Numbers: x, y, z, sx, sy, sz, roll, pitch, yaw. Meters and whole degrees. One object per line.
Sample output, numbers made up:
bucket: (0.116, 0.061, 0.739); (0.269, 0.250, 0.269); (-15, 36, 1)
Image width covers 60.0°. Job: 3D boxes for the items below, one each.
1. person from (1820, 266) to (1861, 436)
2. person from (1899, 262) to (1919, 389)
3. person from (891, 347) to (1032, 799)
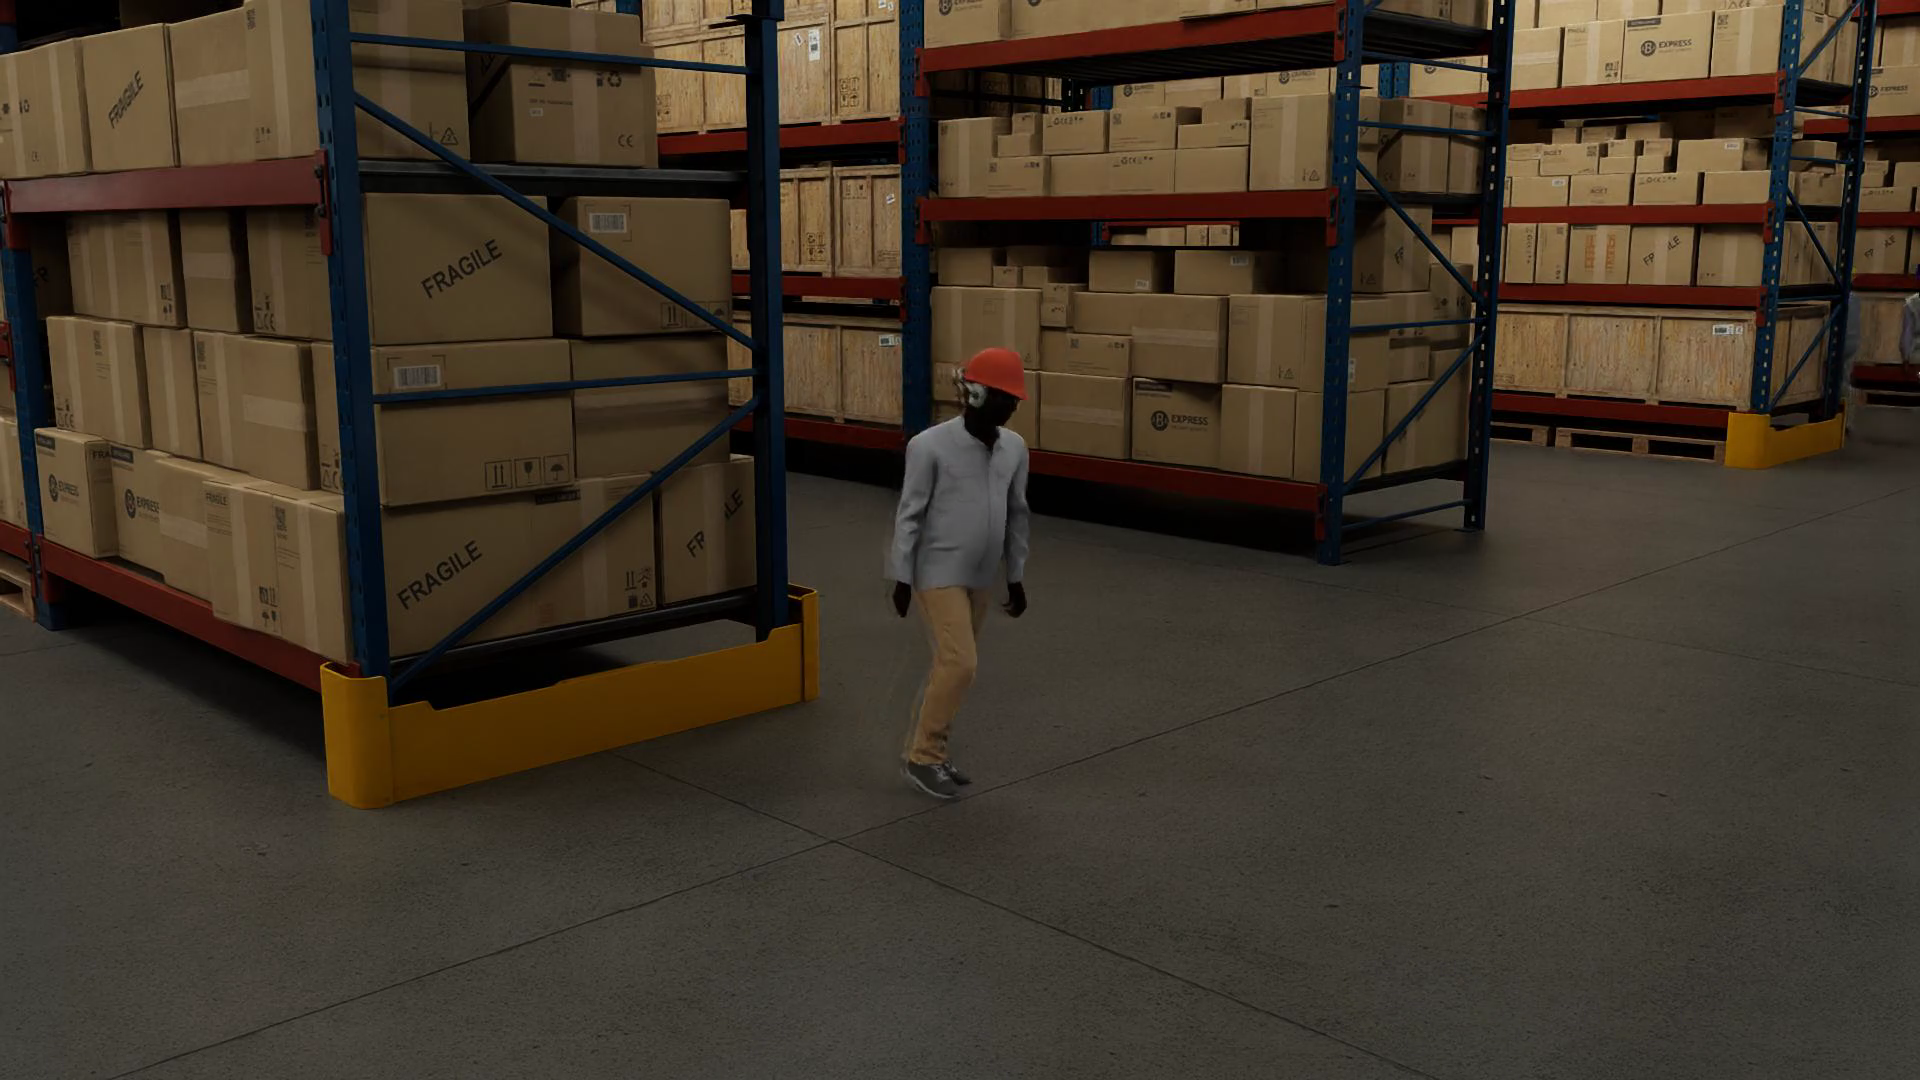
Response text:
person: (9.330, -2.020, 17.803); (0.612, 1.800, 0.575); (-5, 12, -26)
person: (9.612, -1.811, 16.397); (0.632, 1.898, 0.661); (1, 10, 7)
person: (0.026, 0.123, 6.376); (0.495, 1.710, 0.575); (9, 14, 41)
